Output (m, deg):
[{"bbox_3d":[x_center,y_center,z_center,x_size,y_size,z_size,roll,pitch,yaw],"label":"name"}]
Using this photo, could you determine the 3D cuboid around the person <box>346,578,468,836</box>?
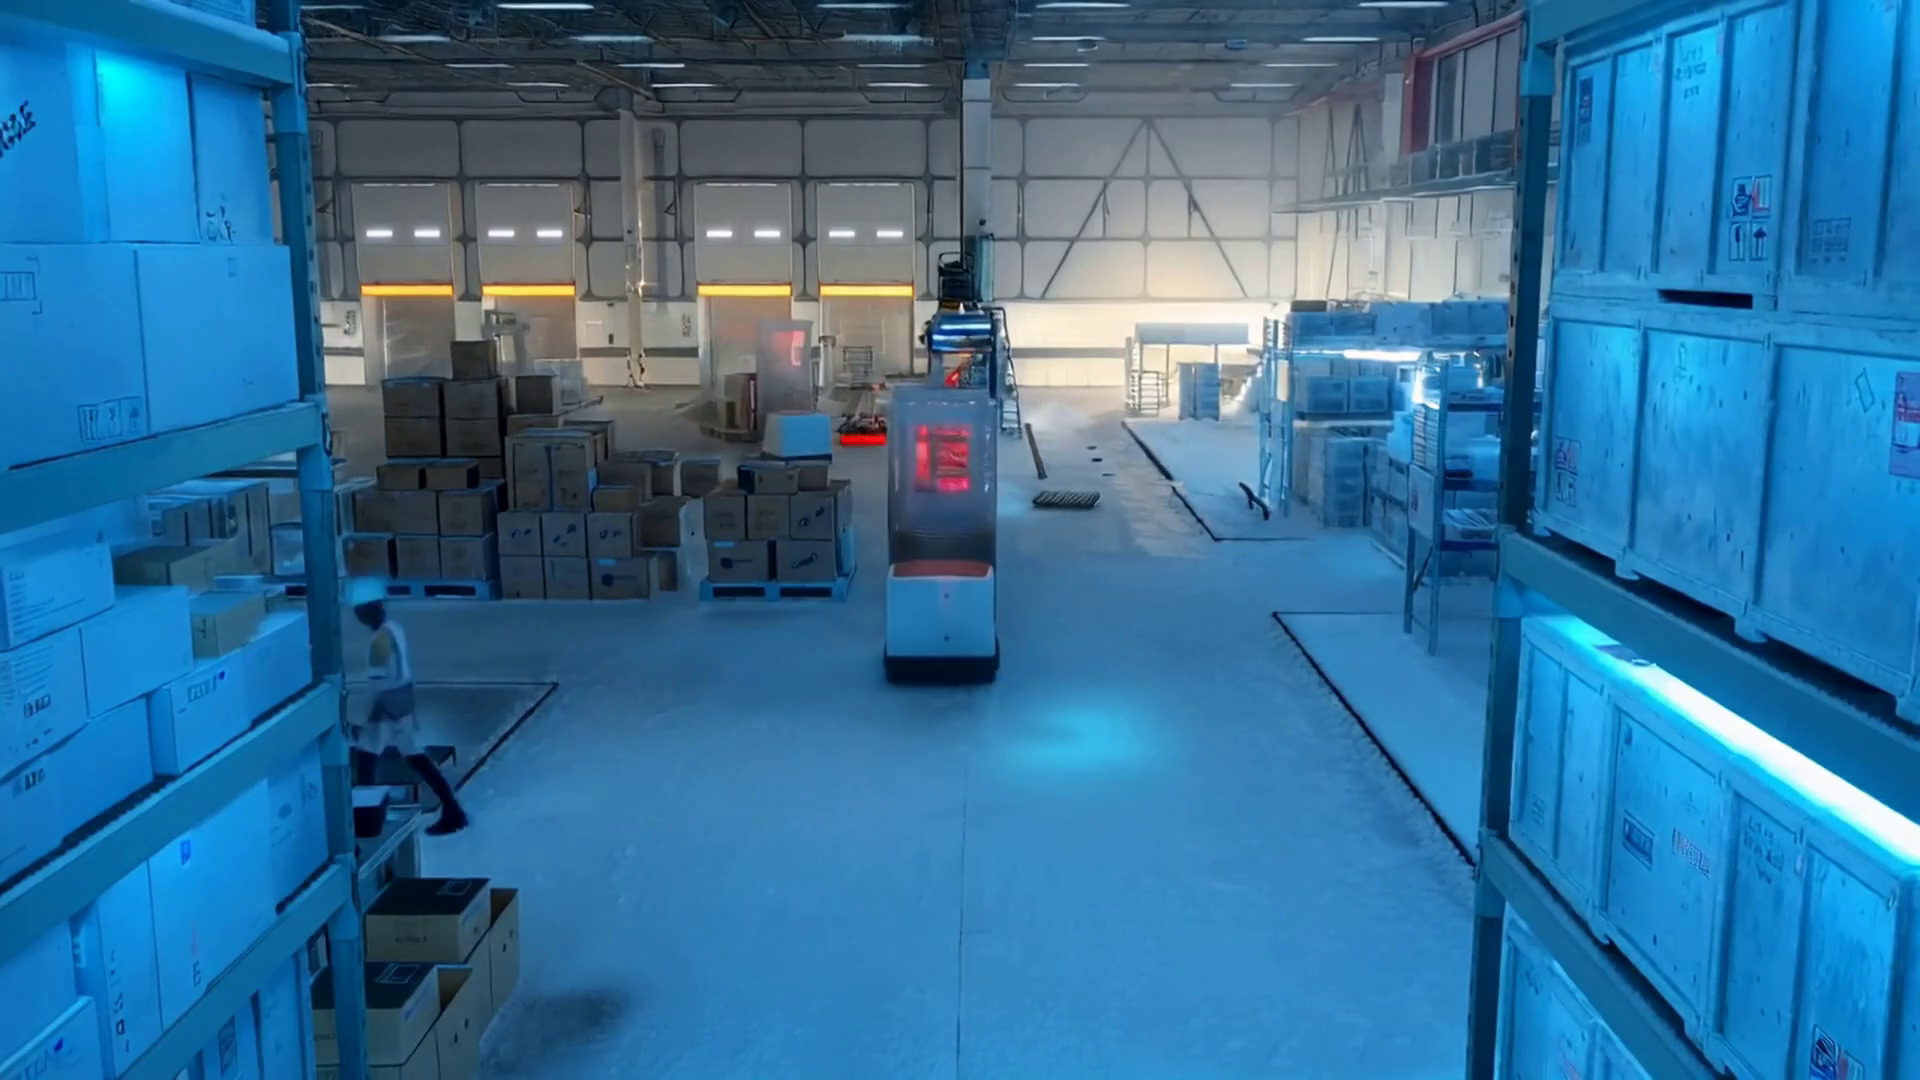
[{"bbox_3d":[-4.020,1.198,11.735,1.044,1.870,0.556,-3,10,-19],"label":"person"}]

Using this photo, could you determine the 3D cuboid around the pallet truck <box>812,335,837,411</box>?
[{"bbox_3d":[-3.021,-4.312,43.126,1.885,1.965,0.823,3,10,17],"label":"pallet truck"}]

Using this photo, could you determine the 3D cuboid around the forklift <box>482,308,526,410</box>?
[{"bbox_3d":[-10.700,-4.063,39.144,1.129,2.768,1.873,-3,10,-15],"label":"forklift"}]

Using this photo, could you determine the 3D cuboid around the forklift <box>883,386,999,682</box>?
[{"bbox_3d":[-0.179,-0.133,16.472,1.129,2.768,1.873,0,10,1],"label":"forklift"}]

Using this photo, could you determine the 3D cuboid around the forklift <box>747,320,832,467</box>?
[{"bbox_3d":[-3.285,-2.819,31.965,1.129,2.768,1.873,-5,11,-25],"label":"forklift"}]

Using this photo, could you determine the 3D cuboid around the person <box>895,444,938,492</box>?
[{"bbox_3d":[-0.497,-0.103,18.887,0.648,1.979,0.439,5,11,26],"label":"person"}]

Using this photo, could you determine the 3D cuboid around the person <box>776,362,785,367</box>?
[{"bbox_3d":[-4.119,-3.206,37.716,0.850,1.660,0.535,-8,13,-39],"label":"person"}]
